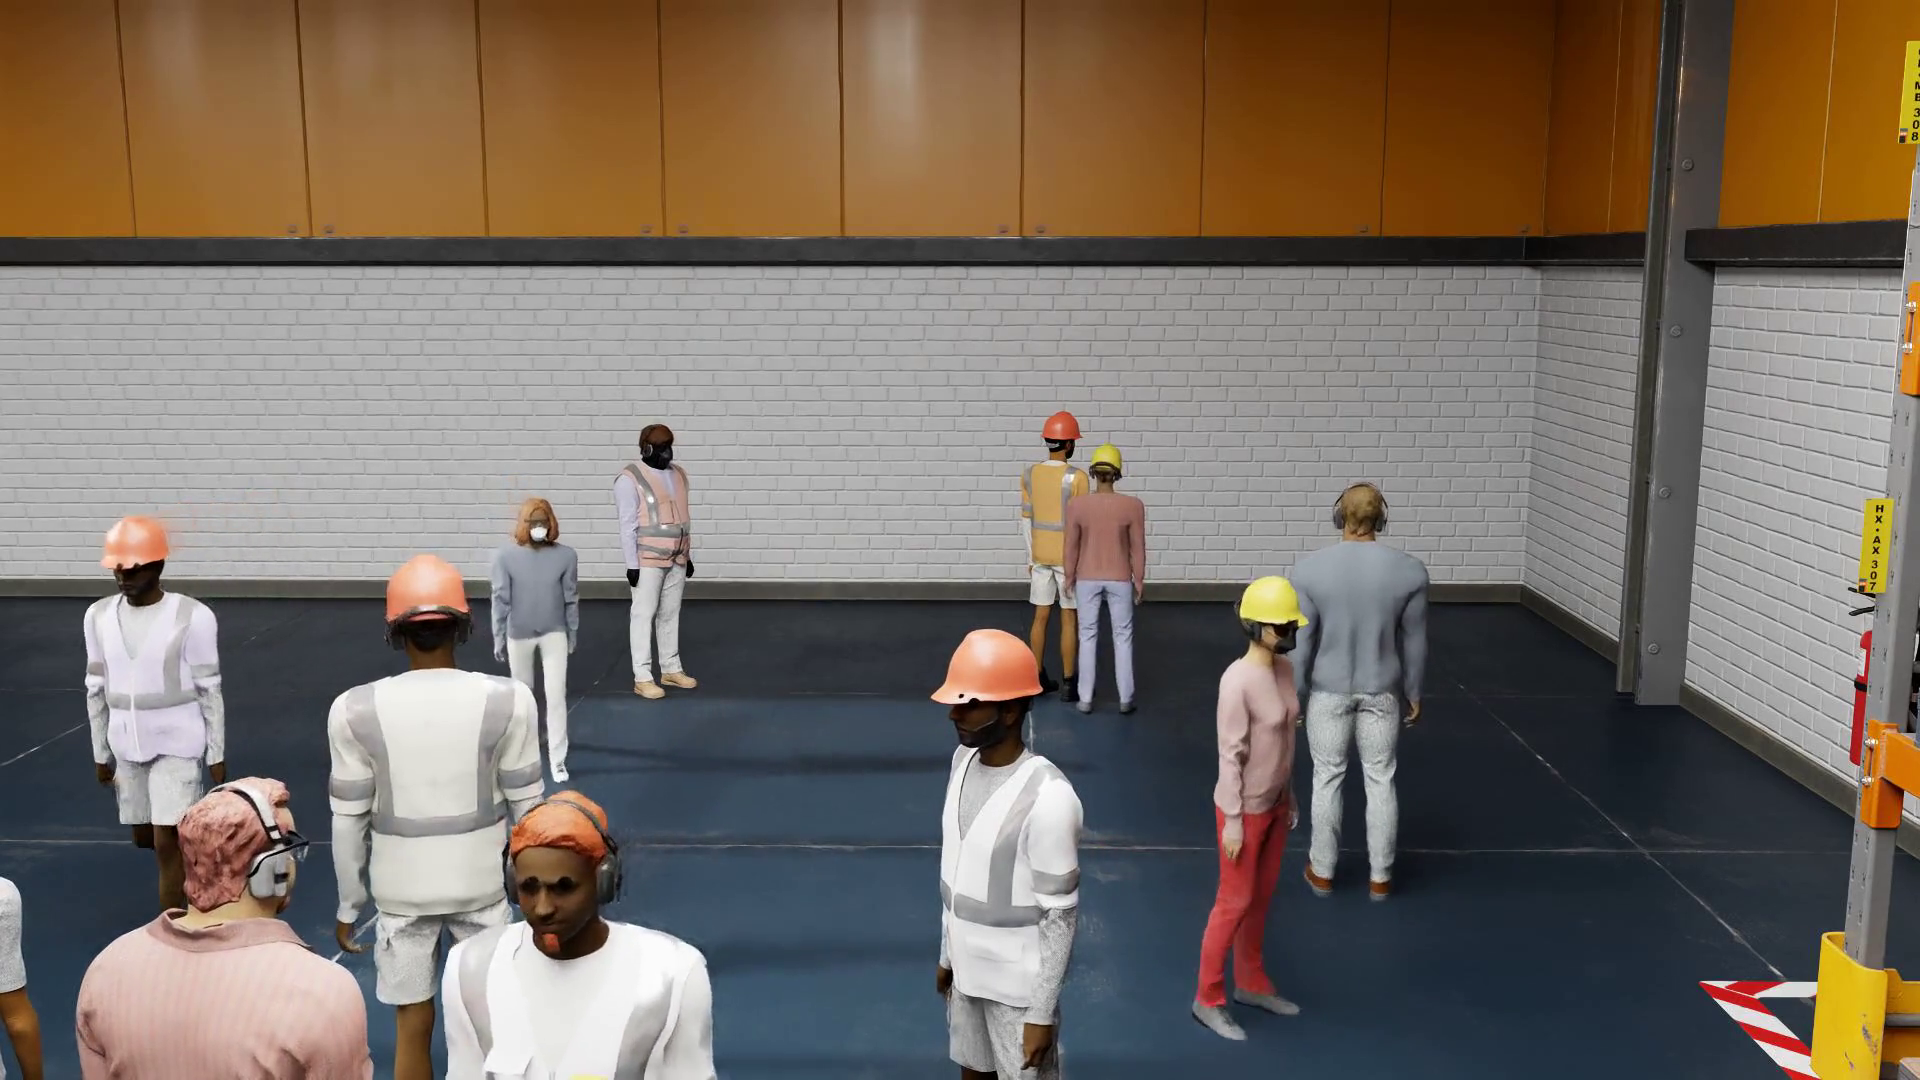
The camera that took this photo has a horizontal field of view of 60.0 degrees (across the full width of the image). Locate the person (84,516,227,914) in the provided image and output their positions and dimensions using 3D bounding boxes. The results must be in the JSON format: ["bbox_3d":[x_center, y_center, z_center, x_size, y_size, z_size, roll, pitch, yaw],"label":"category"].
[{"bbox_3d":[-3.302,0.822,6.938,0.556,1.919,0.812,1,10,6],"label":"person"}]

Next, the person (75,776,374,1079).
[{"bbox_3d":[-1.416,1.417,3.395,0.652,1.904,0.403,3,10,16],"label":"person"}]

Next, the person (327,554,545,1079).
[{"bbox_3d":[-1.596,1.058,5.128,0.653,2.040,0.390,-3,10,-16],"label":"person"}]

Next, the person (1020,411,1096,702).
[{"bbox_3d":[0.667,0.112,11.112,0.544,1.939,0.350,7,12,37],"label":"person"}]

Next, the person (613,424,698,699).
[{"bbox_3d":[-2.035,0.132,11.277,0.429,1.844,0.627,6,11,33],"label":"person"}]

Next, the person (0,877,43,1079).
[{"bbox_3d":[-2.383,1.357,3.853,0.534,1.871,0.315,-3,10,-16],"label":"person"}]

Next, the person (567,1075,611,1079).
[{"bbox_3d":[-0.527,1.621,2.397,0.592,1.828,0.404,-4,10,-20],"label":"person"}]

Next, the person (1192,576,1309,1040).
[{"bbox_3d":[1.143,1.000,6.308,0.328,1.767,0.533,7,11,34],"label":"person"}]

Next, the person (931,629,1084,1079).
[{"bbox_3d":[0.095,1.195,4.618,0.364,1.939,0.542,-6,11,-32],"label":"person"}]

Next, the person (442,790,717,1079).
[{"bbox_3d":[-0.780,1.416,3.500,0.582,1.868,0.553,1,10,8],"label":"person"}]

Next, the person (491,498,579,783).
[{"bbox_3d":[-2.450,0.531,9.609,0.500,1.602,0.789,-3,10,-19],"label":"person"}]

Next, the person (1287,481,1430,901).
[{"bbox_3d":[1.815,0.694,7.632,0.636,1.936,0.354,1,10,7],"label":"person"}]

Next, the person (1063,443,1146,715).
[{"bbox_3d":[0.935,0.256,10.764,0.533,1.766,0.329,1,10,6],"label":"person"}]
